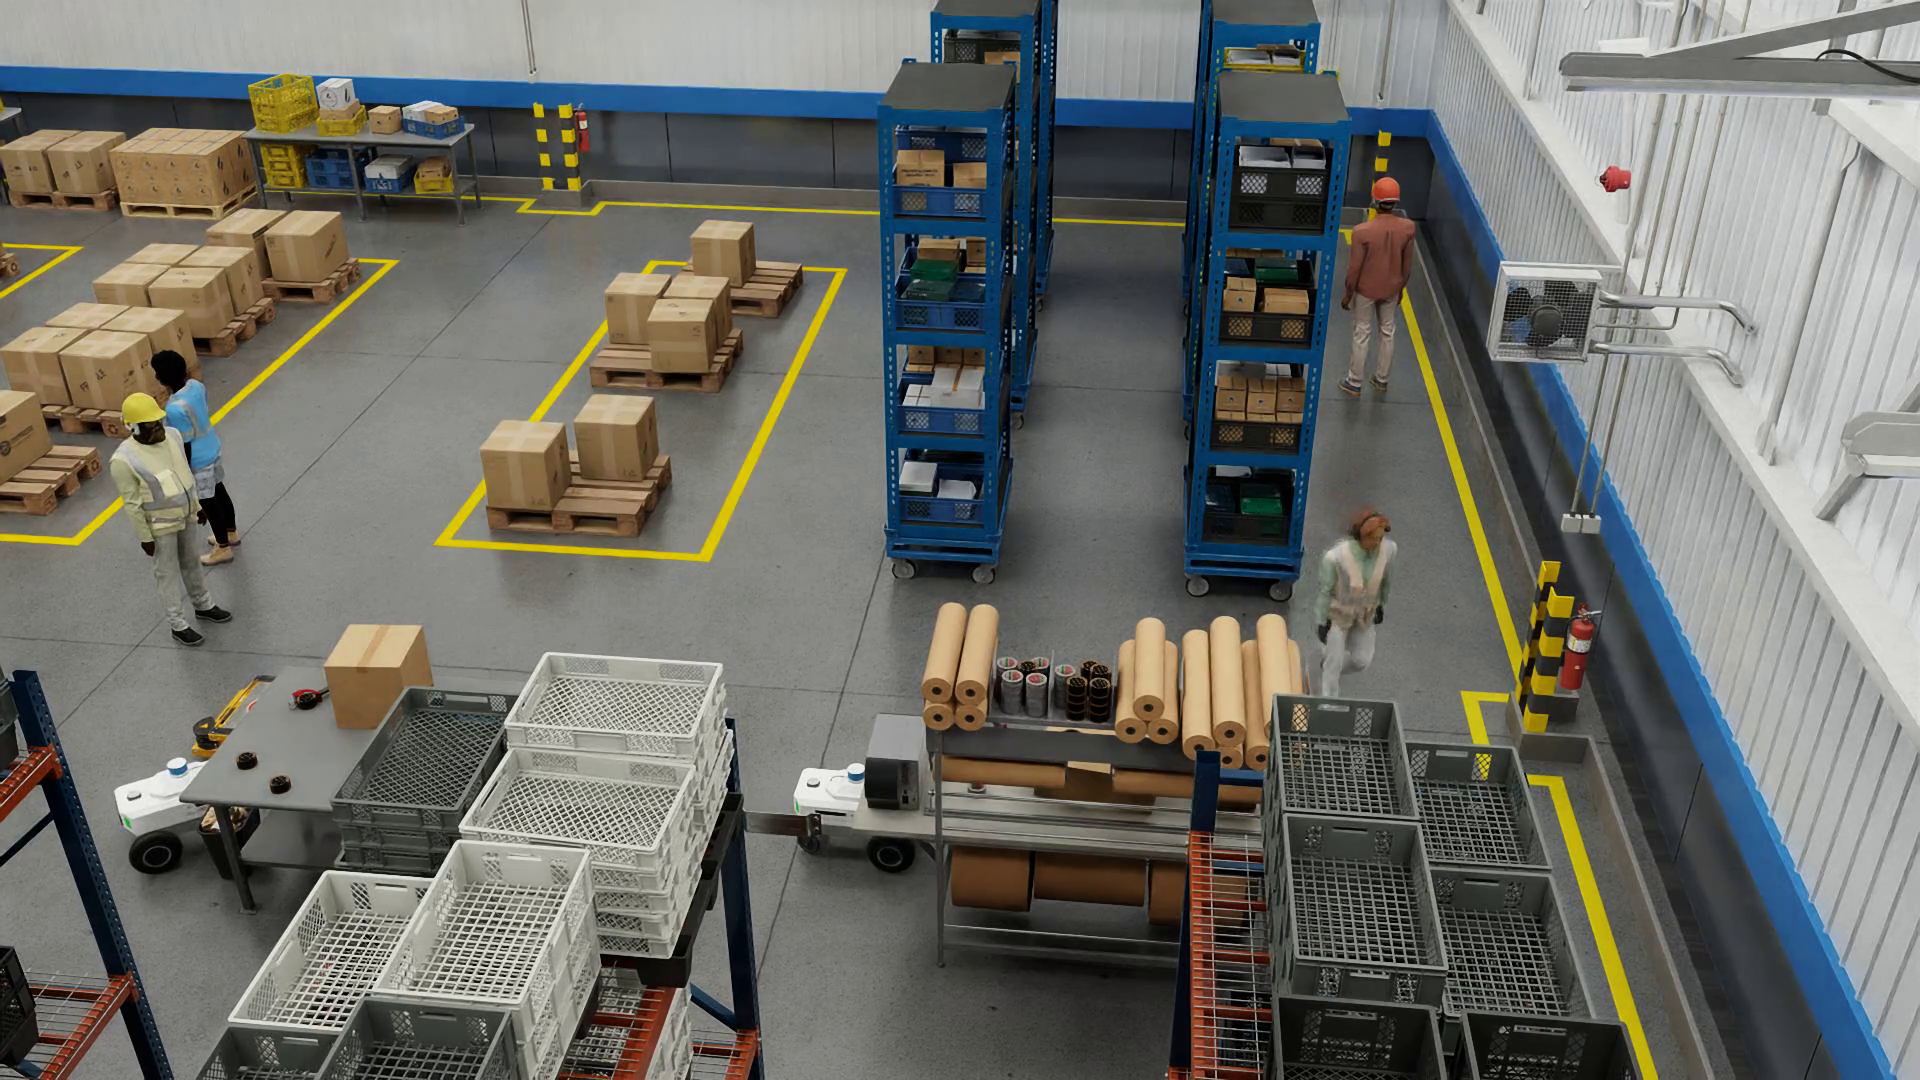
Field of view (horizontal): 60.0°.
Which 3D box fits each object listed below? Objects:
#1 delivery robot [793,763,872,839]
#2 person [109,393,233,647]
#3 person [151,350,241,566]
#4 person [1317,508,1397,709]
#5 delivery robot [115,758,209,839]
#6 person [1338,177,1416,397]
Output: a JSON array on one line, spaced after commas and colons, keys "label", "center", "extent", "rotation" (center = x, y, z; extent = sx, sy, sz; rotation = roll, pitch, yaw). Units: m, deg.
[{"label": "delivery robot", "center": [-0.598, 1.518, 9.668], "extent": [0.707, 0.478, 0.477], "rotation": [4, 31, 7]}, {"label": "person", "center": [-5.402, -0.159, 11.374], "extent": [0.404, 1.837, 0.590], "rotation": [9, 31, 15]}, {"label": "person", "center": [-5.645, -0.617, 12.302], "extent": [0.319, 1.693, 0.532], "rotation": [-3, 30, -5]}, {"label": "person", "center": [2.452, 0.456, 10.533], "extent": [0.521, 1.623, 0.470], "rotation": [-8, 31, -13]}, {"label": "delivery robot", "center": [-4.517, 1.492, 9.714], "extent": [0.707, 0.478, 0.477], "rotation": [-16, 34, -26]}, {"label": "person", "center": [3.694, -2.244, 14.798], "extent": [0.610, 1.996, 0.386], "rotation": [-7, 31, -11]}]
